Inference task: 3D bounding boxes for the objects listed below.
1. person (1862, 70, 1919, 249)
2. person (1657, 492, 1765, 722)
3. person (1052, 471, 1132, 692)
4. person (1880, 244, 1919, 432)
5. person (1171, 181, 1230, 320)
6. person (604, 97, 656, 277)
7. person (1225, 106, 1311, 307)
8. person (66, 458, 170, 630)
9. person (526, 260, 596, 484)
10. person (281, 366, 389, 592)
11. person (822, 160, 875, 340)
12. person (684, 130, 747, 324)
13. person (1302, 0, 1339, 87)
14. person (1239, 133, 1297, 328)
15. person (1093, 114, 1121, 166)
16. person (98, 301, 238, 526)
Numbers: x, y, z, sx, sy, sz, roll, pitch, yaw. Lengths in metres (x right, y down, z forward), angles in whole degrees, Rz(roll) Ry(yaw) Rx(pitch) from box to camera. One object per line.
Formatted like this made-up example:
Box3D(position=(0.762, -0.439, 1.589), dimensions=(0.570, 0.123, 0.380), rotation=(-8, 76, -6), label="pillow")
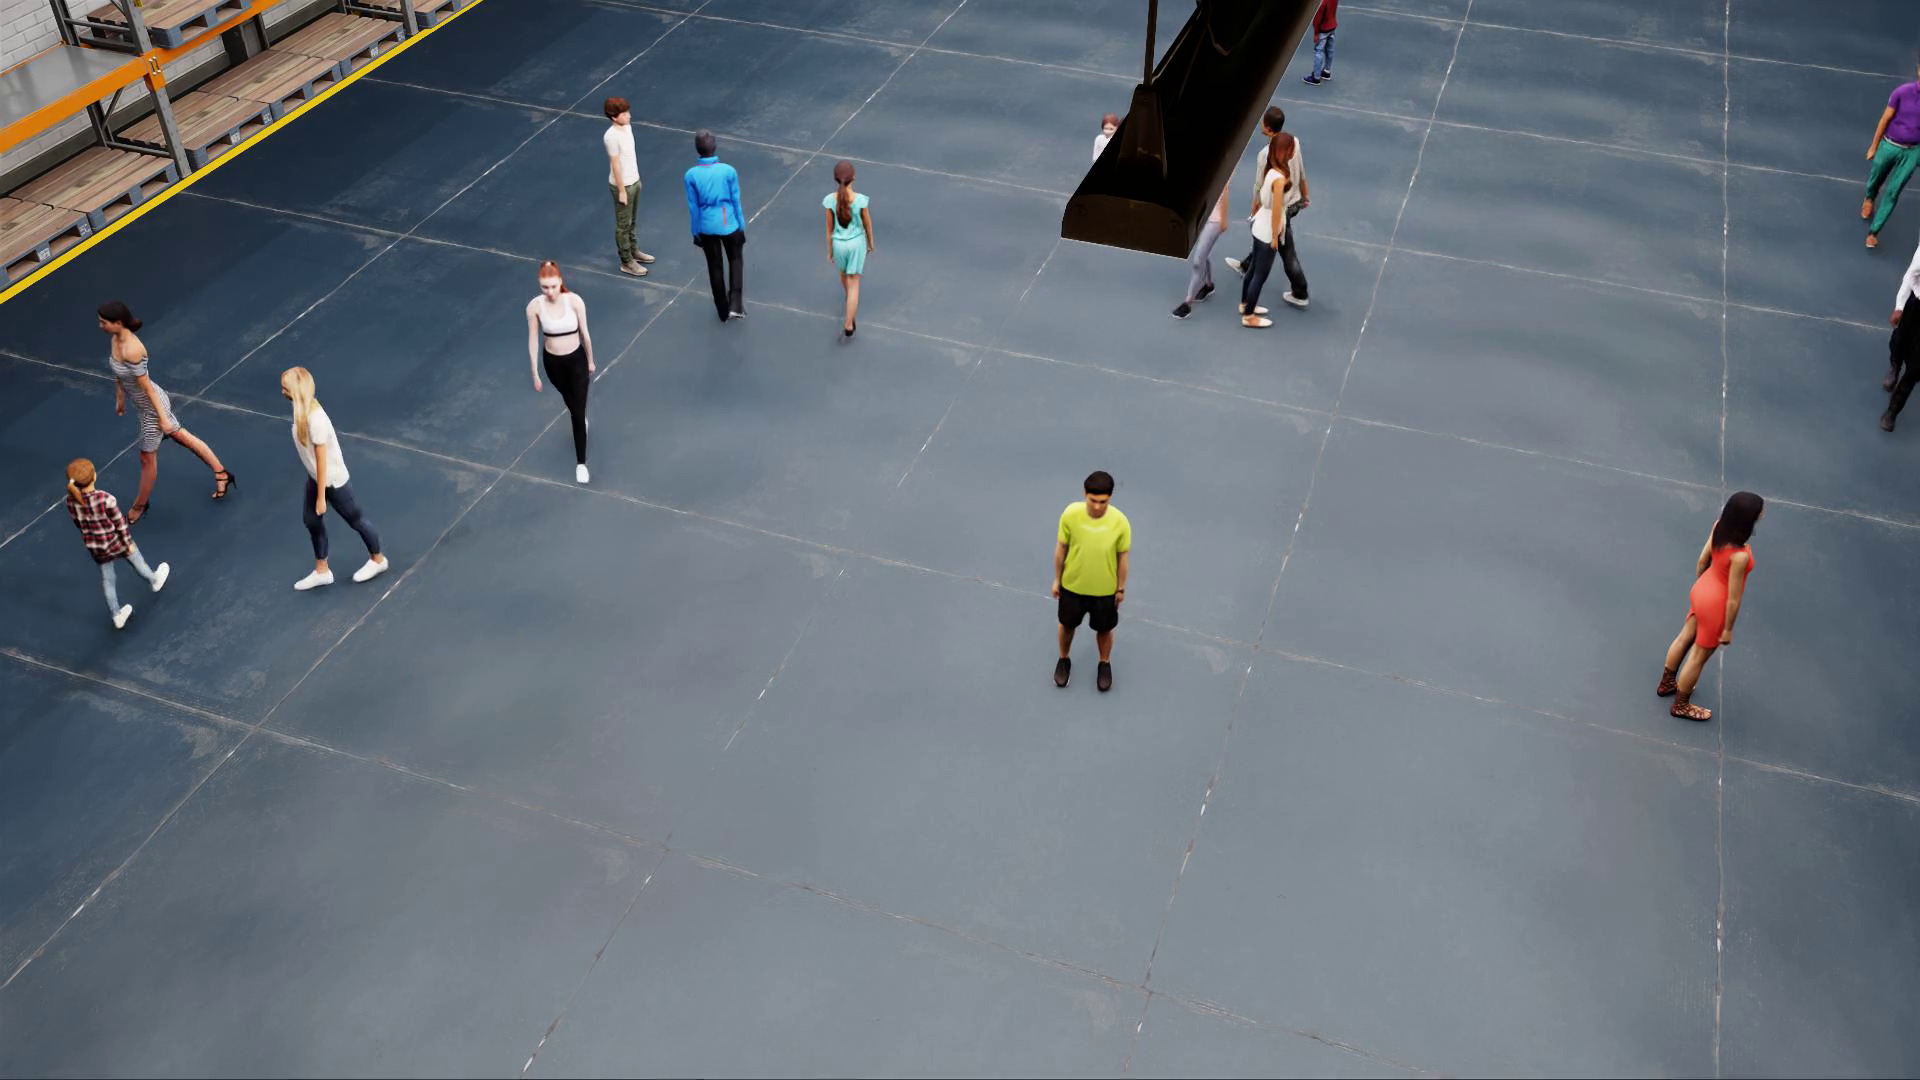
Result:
Box3D(position=(8.778, -3.668, 15.534), dimensions=(0.716, 1.742, 1.141), rotation=(17, 42, 20), label="person")
Box3D(position=(4.729, 0.403, 10.455), dimensions=(0.722, 1.719, 0.586), rotation=(-2, 39, -2), label="person")
Box3D(position=(0.838, 0.237, 10.675), dimensions=(0.650, 1.703, 0.573), rotation=(8, 39, 10), label="person")
Box3D(position=(7.675, -1.860, 13.237), dimensions=(0.812, 1.783, 1.323), rotation=(20, 43, 23), label="person")
Box3D(position=(2.190, -2.834, 14.525), dimensions=(0.816, 1.699, 1.047), rotation=(30, 47, 32), label="person")
Box3D(position=(-3.035, -3.223, 15.047), dimensions=(0.651, 1.654, 0.505), rotation=(8, 39, 10), label="person")
Box3D(position=(2.892, -2.869, 14.532), dimensions=(1.032, 1.743, 1.198), rotation=(31, 48, 33), label="person")
Box3D(position=(-5.804, 0.041, 11.262), dimensions=(0.695, 1.277, 0.894), rotation=(2, 39, 2), label="person")
Box3D(position=(-3.012, -1.360, 12.686), dimensions=(1.019, 1.689, 1.262), rotation=(-6, 39, -8), label="person")
Box3D(position=(-4.249, -0.443, 11.458), dimensions=(0.998, 1.789, 0.881), rotation=(-27, 46, -30), label="person")
Box3D(position=(-0.949, -2.456, 14.196), dimensions=(0.745, 1.517, 1.124), rotation=(3, 39, 4), label="person")
Box3D(position=(-2.060, -2.605, 14.169), dimensions=(0.782, 1.783, 0.848), rotation=(-4, 39, -5), label="person")
Box3D(position=(4.060, -5.694, 18.463), dimensions=(0.630, 1.252, 0.529), rotation=(31, 48, 33), label="person")
Box3D(position=(2.603, -2.657, 14.237), dimensions=(0.698, 1.781, 0.559), rotation=(1, 39, 1), label="person")
Box3D(position=(1.428, -3.576, 15.935), dimensions=(0.486, 1.098, 0.651), rotation=(10, 40, 12), label="person")
Box3D(position=(-5.775, -0.954, 12.113), dimensions=(1.167, 1.770, 1.017), rotation=(-23, 44, -26), label="person")
